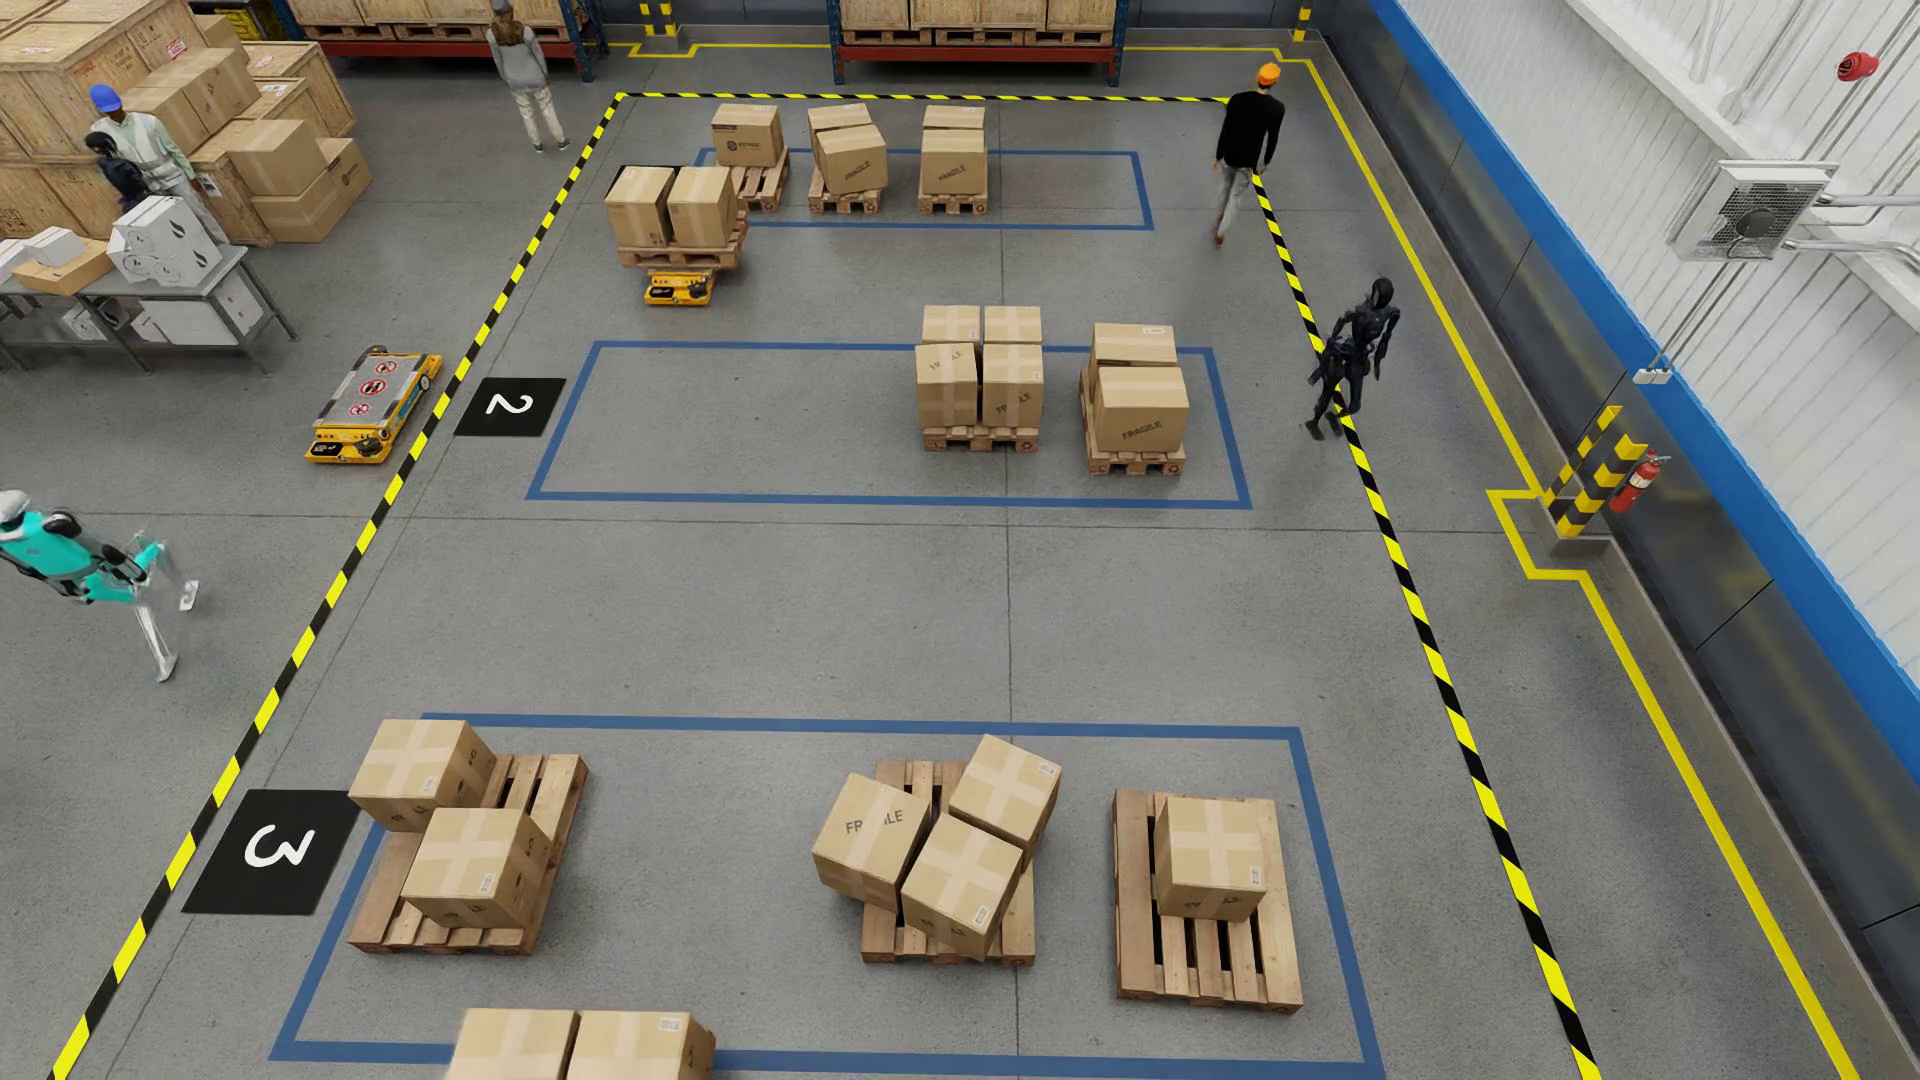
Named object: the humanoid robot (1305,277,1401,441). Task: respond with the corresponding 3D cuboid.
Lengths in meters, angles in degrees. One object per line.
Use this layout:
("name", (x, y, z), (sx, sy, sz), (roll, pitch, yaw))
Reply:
("humanoid robot", (3.276, -1.491, 7.705), (0.616, 1.643, 0.357), (-7, 50, -6))

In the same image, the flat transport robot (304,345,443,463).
("flat transport robot", (-5.383, -1.269, 8.441), (0.659, 0.231, 1.431), (1, 50, 1))

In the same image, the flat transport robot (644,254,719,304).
("flat transport robot", (-2.940, -3.058, 9.937), (0.652, 0.197, 1.431), (1, 50, 1))

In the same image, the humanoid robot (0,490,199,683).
("humanoid robot", (-5.876, 0.129, 6.341), (0.537, 1.769, 1.047), (-12, 51, -10))

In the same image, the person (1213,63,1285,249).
("person", (3.060, -4.137, 9.847), (0.583, 1.824, 0.947), (20, 53, 16))

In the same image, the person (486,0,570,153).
("person", (-5.277, -5.617, 11.139), (0.564, 1.764, 0.401), (-8, 50, -6))

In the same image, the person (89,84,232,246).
("person", (-8.180, -3.690, 9.399), (0.609, 1.939, 0.413), (-21, 53, -17))

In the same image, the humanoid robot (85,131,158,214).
("humanoid robot", (-8.177, -3.265, 9.205), (0.588, 1.642, 0.442), (17, 52, 14))
